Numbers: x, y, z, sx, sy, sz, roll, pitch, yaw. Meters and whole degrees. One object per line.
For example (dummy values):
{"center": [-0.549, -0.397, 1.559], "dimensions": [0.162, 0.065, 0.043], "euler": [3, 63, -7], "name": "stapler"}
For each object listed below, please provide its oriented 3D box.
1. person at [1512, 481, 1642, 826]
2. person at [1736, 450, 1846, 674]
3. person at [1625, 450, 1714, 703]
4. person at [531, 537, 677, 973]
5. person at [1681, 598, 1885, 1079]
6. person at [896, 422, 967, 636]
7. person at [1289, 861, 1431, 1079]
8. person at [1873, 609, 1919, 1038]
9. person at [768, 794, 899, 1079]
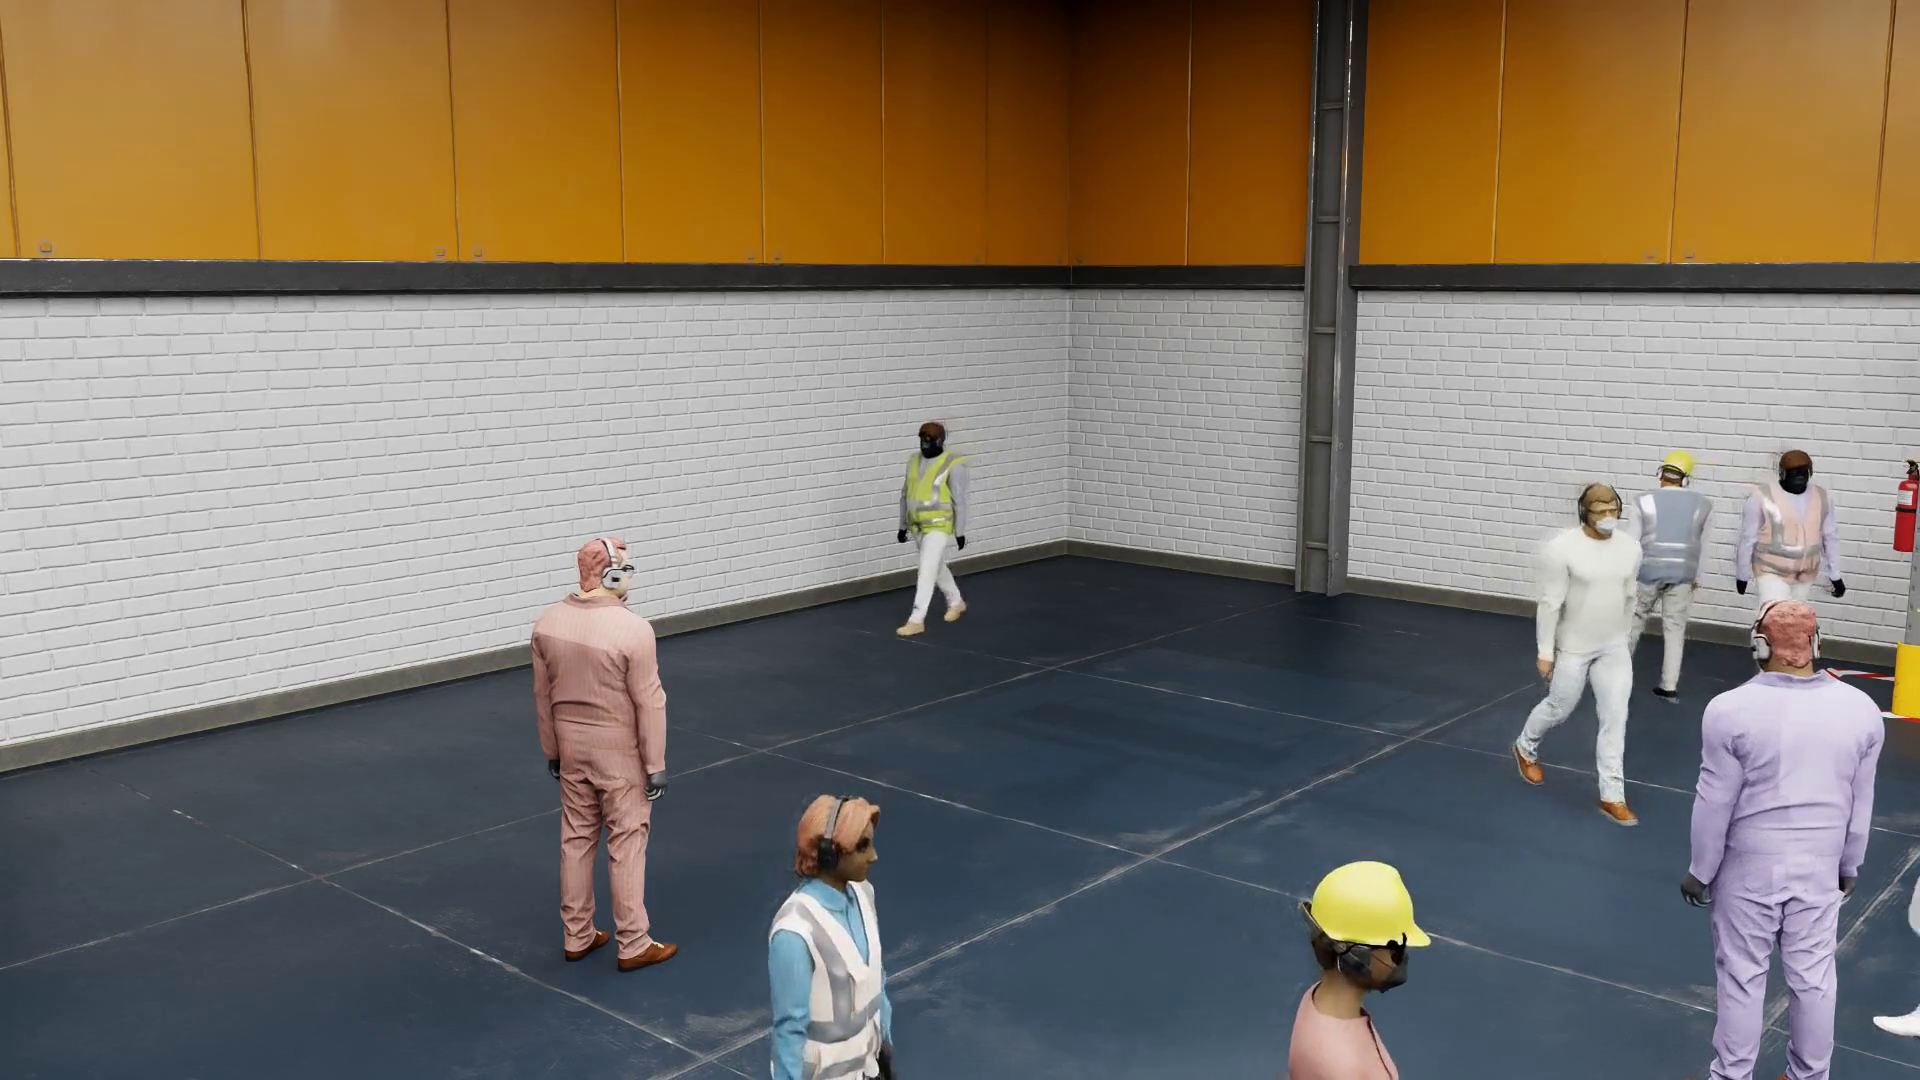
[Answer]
{"center": [3.533, 0.588, 9.496], "dimensions": [0.627, 1.906, 0.963], "euler": [-2, 9, -13], "name": "person"}
{"center": [5.918, 0.266, 11.794], "dimensions": [0.638, 1.796, 0.902], "euler": [-1, 9, -6], "name": "person"}
{"center": [5.076, 0.241, 12.049], "dimensions": [0.615, 1.780, 0.803], "euler": [2, 9, 10], "name": "person"}
{"center": [-1.542, 0.930, 7.302], "dimensions": [0.652, 1.904, 0.403], "euler": [4, 10, 26], "name": "person"}
{"center": [2.902, 1.148, 5.950], "dimensions": [0.638, 1.902, 0.407], "euler": [-1, 9, -3], "name": "person"}
{"center": [-0.220, -0.127, 14.293], "dimensions": [0.630, 1.807, 0.943], "euler": [9, 12, 43], "name": "person"}
{"center": [0.796, 1.567, 3.768], "dimensions": [0.681, 1.746, 0.534], "euler": [3, 9, 16], "name": "person"}
{"center": [3.917, 1.068, 6.408], "dimensions": [0.531, 1.911, 0.602], "euler": [5, 11, 31], "name": "person"}
{"center": [-0.344, 1.494, 4.594], "dimensions": [0.358, 1.625, 0.547], "euler": [3, 10, 19], "name": "person"}
